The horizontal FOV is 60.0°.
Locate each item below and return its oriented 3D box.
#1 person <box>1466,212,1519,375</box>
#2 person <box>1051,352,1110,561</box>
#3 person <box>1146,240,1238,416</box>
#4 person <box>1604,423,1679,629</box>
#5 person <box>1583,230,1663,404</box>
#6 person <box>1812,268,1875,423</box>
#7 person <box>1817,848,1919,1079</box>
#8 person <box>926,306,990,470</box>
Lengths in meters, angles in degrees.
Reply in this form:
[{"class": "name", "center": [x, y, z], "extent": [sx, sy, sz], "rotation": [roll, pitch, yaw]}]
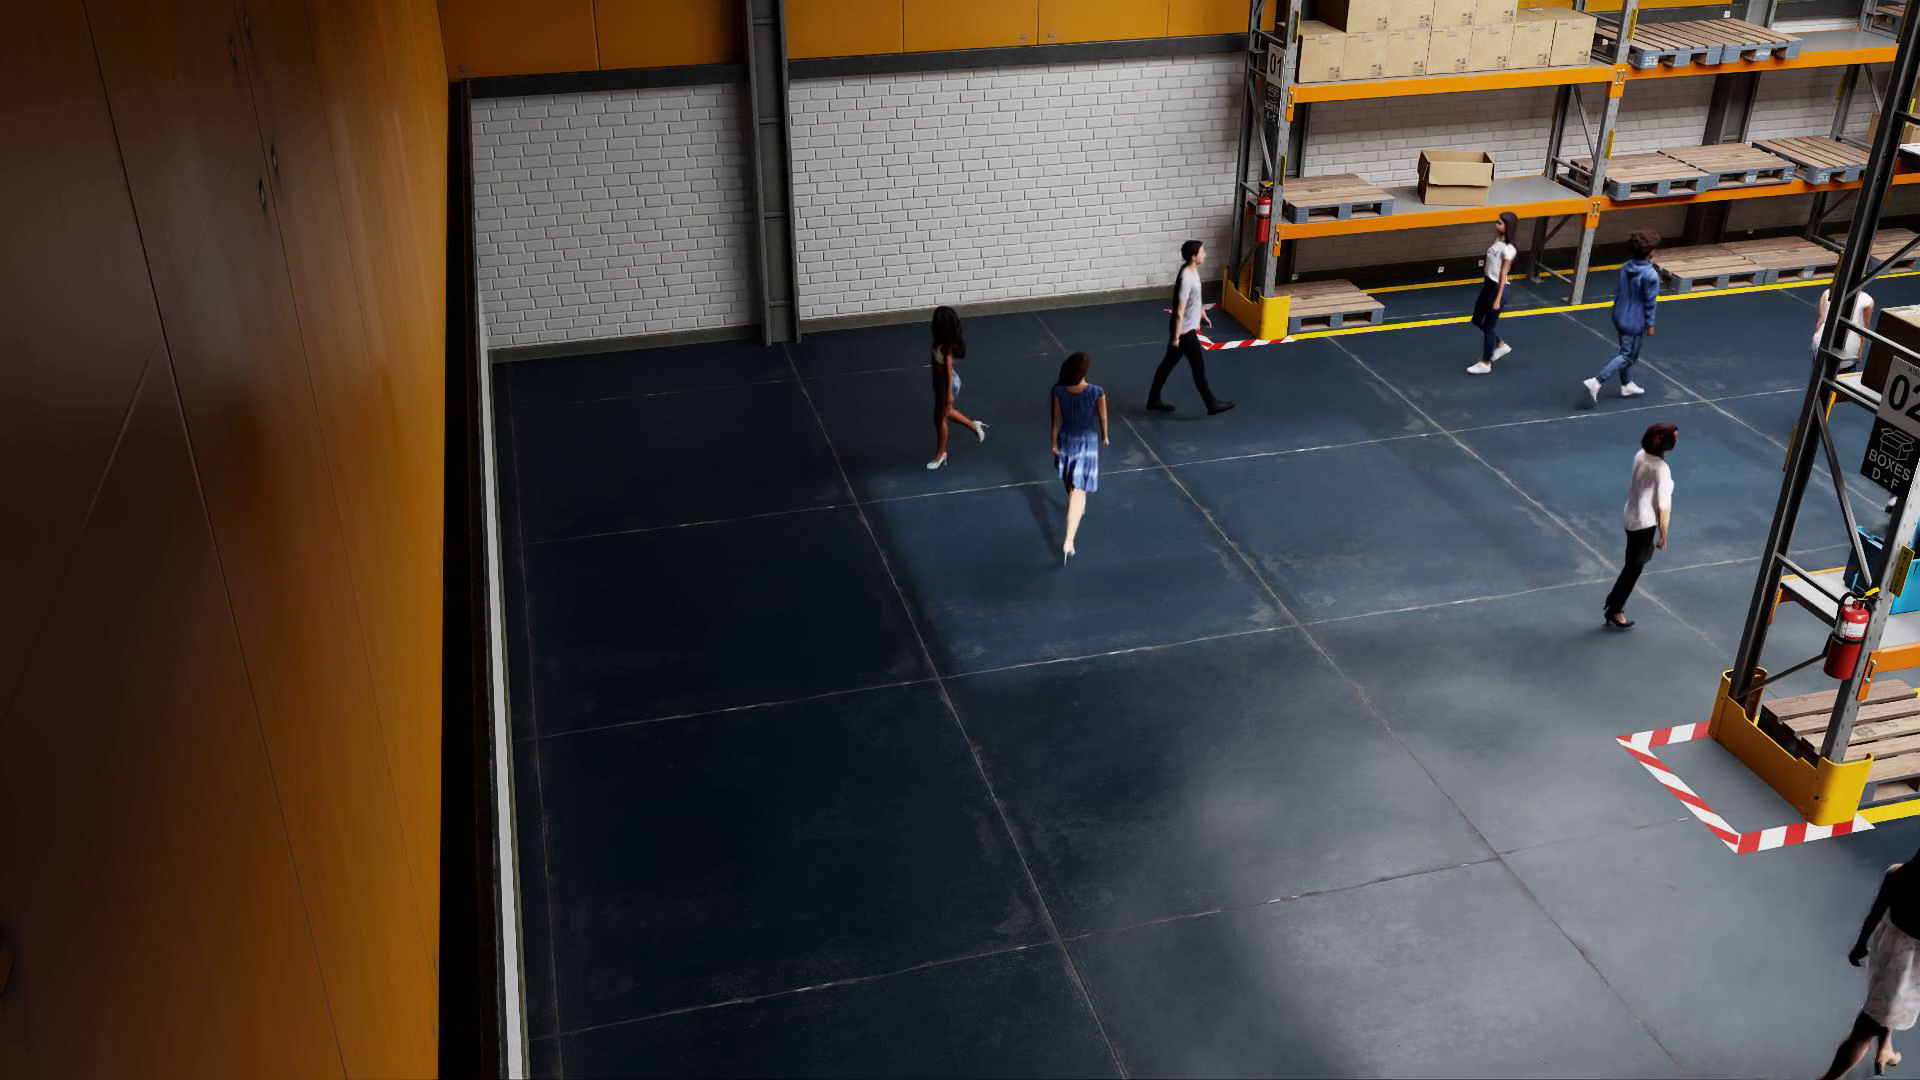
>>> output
[{"class": "person", "center": [5.720, -2.589, 17.519], "extent": [0.759, 1.763, 0.653], "rotation": [-2, 29, -5]}, {"class": "person", "center": [0.980, -0.677, 14.023], "extent": [1.172, 1.754, 1.140], "rotation": [11, 30, 19]}, {"class": "person", "center": [2.133, -2.087, 16.534], "extent": [1.220, 1.826, 0.924], "rotation": [3, 29, 5]}, {"class": "person", "center": [5.196, -0.094, 12.924], "extent": [0.645, 1.783, 0.669], "rotation": [-2, 29, -3]}, {"class": "person", "center": [6.746, -2.227, 16.830], "extent": [1.034, 1.787, 0.662], "rotation": [-8, 30, -14]}, {"class": "person", "center": [8.596, -1.896, 16.340], "extent": [0.812, 1.676, 0.777], "rotation": [-19, 34, -31]}, {"class": "person", "center": [4.781, 2.268, 8.629], "extent": [0.956, 1.749, 0.703], "rotation": [-12, 31, -20]}, {"class": "person", "center": [-0.064, -1.433, 15.560], "extent": [0.899, 1.609, 0.611], "rotation": [-11, 30, -19]}]
